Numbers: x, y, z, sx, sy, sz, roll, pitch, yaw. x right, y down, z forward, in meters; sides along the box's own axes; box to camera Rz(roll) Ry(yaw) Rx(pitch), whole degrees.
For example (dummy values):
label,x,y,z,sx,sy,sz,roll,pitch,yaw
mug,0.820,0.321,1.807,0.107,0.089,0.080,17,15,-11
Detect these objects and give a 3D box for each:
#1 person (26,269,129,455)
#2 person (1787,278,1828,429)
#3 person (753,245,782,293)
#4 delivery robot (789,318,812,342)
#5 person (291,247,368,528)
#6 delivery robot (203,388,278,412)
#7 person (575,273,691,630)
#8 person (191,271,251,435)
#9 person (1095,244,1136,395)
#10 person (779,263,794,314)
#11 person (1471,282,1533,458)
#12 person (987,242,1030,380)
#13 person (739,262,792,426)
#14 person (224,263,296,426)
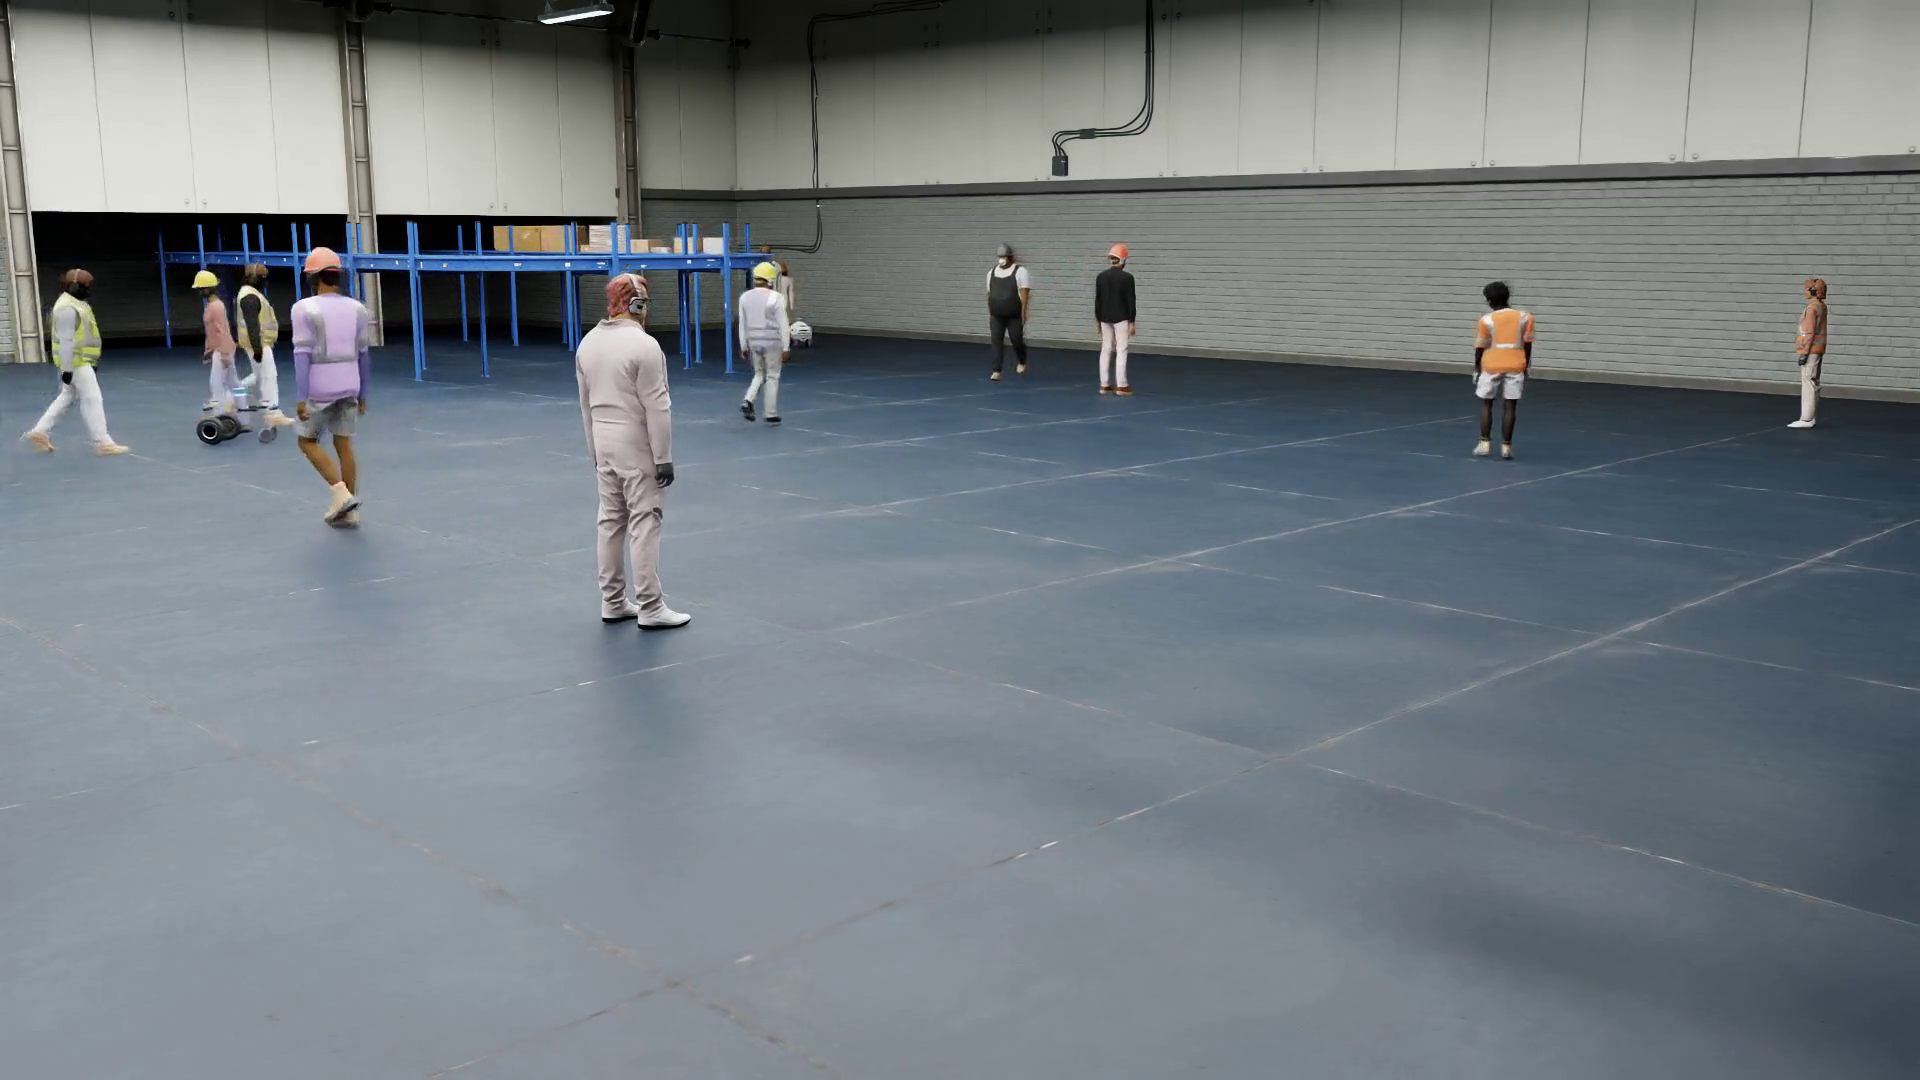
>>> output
label,x,y,z,sx,sy,sz,roll,pitch,yaw
person,-8.597,-1.703,16.028,0.853,1.804,0.685,-4,11,-21
person,9.358,-2.049,18.295,0.308,1.641,0.517,8,13,36
person,-3.409,-4.258,29.555,0.501,1.934,0.678,9,14,41
delivery robot,-3.039,-3.955,31.494,0.477,0.478,0.707,-3,10,-18
person,-4.559,-1.093,12.028,0.425,2.023,0.630,7,12,33
delivery robot,-7.429,-1.452,17.153,0.698,0.223,0.335,0,10,-2
person,-1.764,-0.478,9.003,0.639,1.908,0.409,8,13,38
person,-7.896,-1.985,17.715,0.590,1.737,0.539,-6,12,-28
person,2.093,-2.945,22.209,0.622,1.992,0.396,9,14,39
person,-3.374,-4.463,31.573,0.506,1.595,0.797,-5,11,-25
person,5.166,-1.609,15.851,0.558,1.686,0.329,1,10,5
person,0.720,-3.386,24.608,0.675,2.000,0.809,4,11,20
person,-2.163,-2.173,18.485,0.598,1.817,0.456,6,12,29
person,-7.891,-2.171,18.527,0.735,1.809,0.641,-3,11,-18
